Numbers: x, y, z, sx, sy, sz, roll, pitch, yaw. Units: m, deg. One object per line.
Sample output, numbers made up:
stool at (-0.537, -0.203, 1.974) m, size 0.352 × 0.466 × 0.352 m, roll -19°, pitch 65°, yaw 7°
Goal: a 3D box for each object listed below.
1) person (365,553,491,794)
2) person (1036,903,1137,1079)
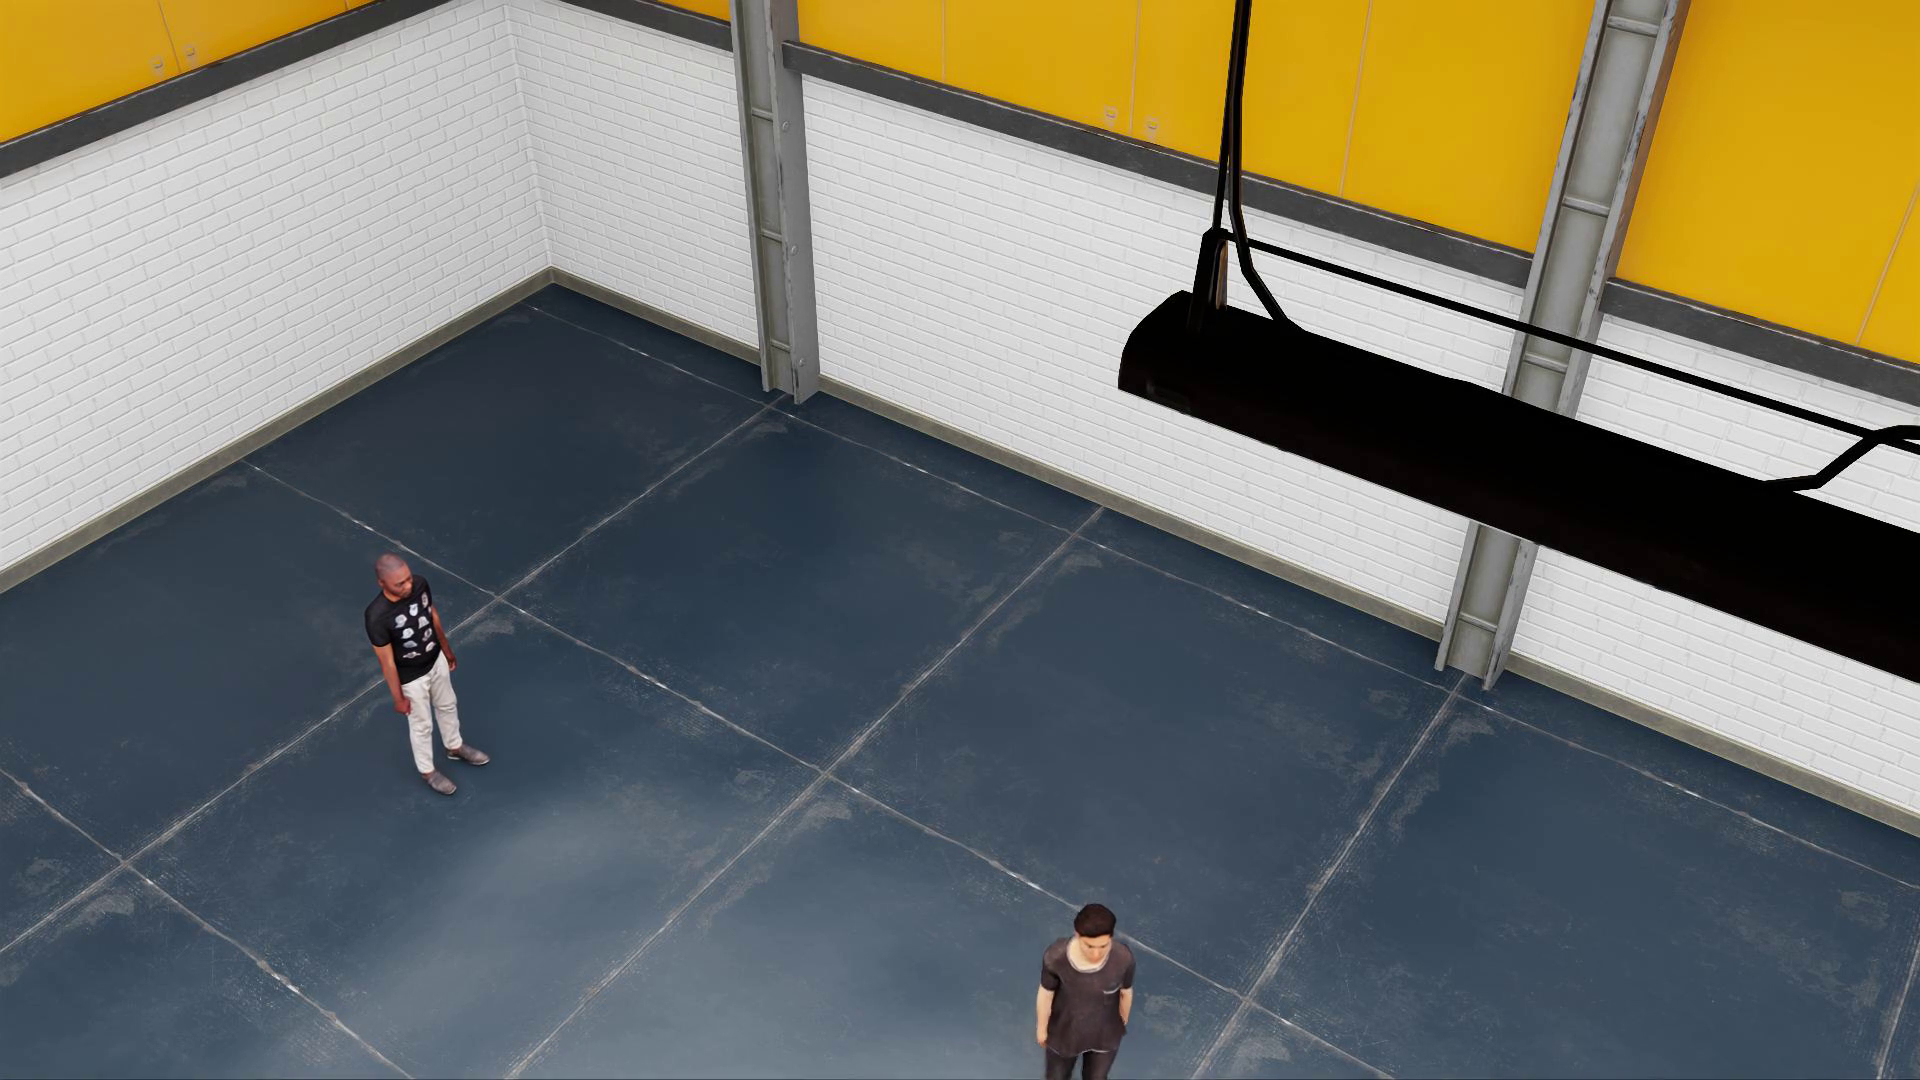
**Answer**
person at (-3.293, 0.772, 10.064) m, size 0.673 × 1.801 × 0.703 m, roll 16°, pitch 41°, yaw 19°
person at (0.601, 2.323, 8.200) m, size 0.920 × 1.704 × 0.938 m, roll 0°, pitch 39°, yaw 1°
